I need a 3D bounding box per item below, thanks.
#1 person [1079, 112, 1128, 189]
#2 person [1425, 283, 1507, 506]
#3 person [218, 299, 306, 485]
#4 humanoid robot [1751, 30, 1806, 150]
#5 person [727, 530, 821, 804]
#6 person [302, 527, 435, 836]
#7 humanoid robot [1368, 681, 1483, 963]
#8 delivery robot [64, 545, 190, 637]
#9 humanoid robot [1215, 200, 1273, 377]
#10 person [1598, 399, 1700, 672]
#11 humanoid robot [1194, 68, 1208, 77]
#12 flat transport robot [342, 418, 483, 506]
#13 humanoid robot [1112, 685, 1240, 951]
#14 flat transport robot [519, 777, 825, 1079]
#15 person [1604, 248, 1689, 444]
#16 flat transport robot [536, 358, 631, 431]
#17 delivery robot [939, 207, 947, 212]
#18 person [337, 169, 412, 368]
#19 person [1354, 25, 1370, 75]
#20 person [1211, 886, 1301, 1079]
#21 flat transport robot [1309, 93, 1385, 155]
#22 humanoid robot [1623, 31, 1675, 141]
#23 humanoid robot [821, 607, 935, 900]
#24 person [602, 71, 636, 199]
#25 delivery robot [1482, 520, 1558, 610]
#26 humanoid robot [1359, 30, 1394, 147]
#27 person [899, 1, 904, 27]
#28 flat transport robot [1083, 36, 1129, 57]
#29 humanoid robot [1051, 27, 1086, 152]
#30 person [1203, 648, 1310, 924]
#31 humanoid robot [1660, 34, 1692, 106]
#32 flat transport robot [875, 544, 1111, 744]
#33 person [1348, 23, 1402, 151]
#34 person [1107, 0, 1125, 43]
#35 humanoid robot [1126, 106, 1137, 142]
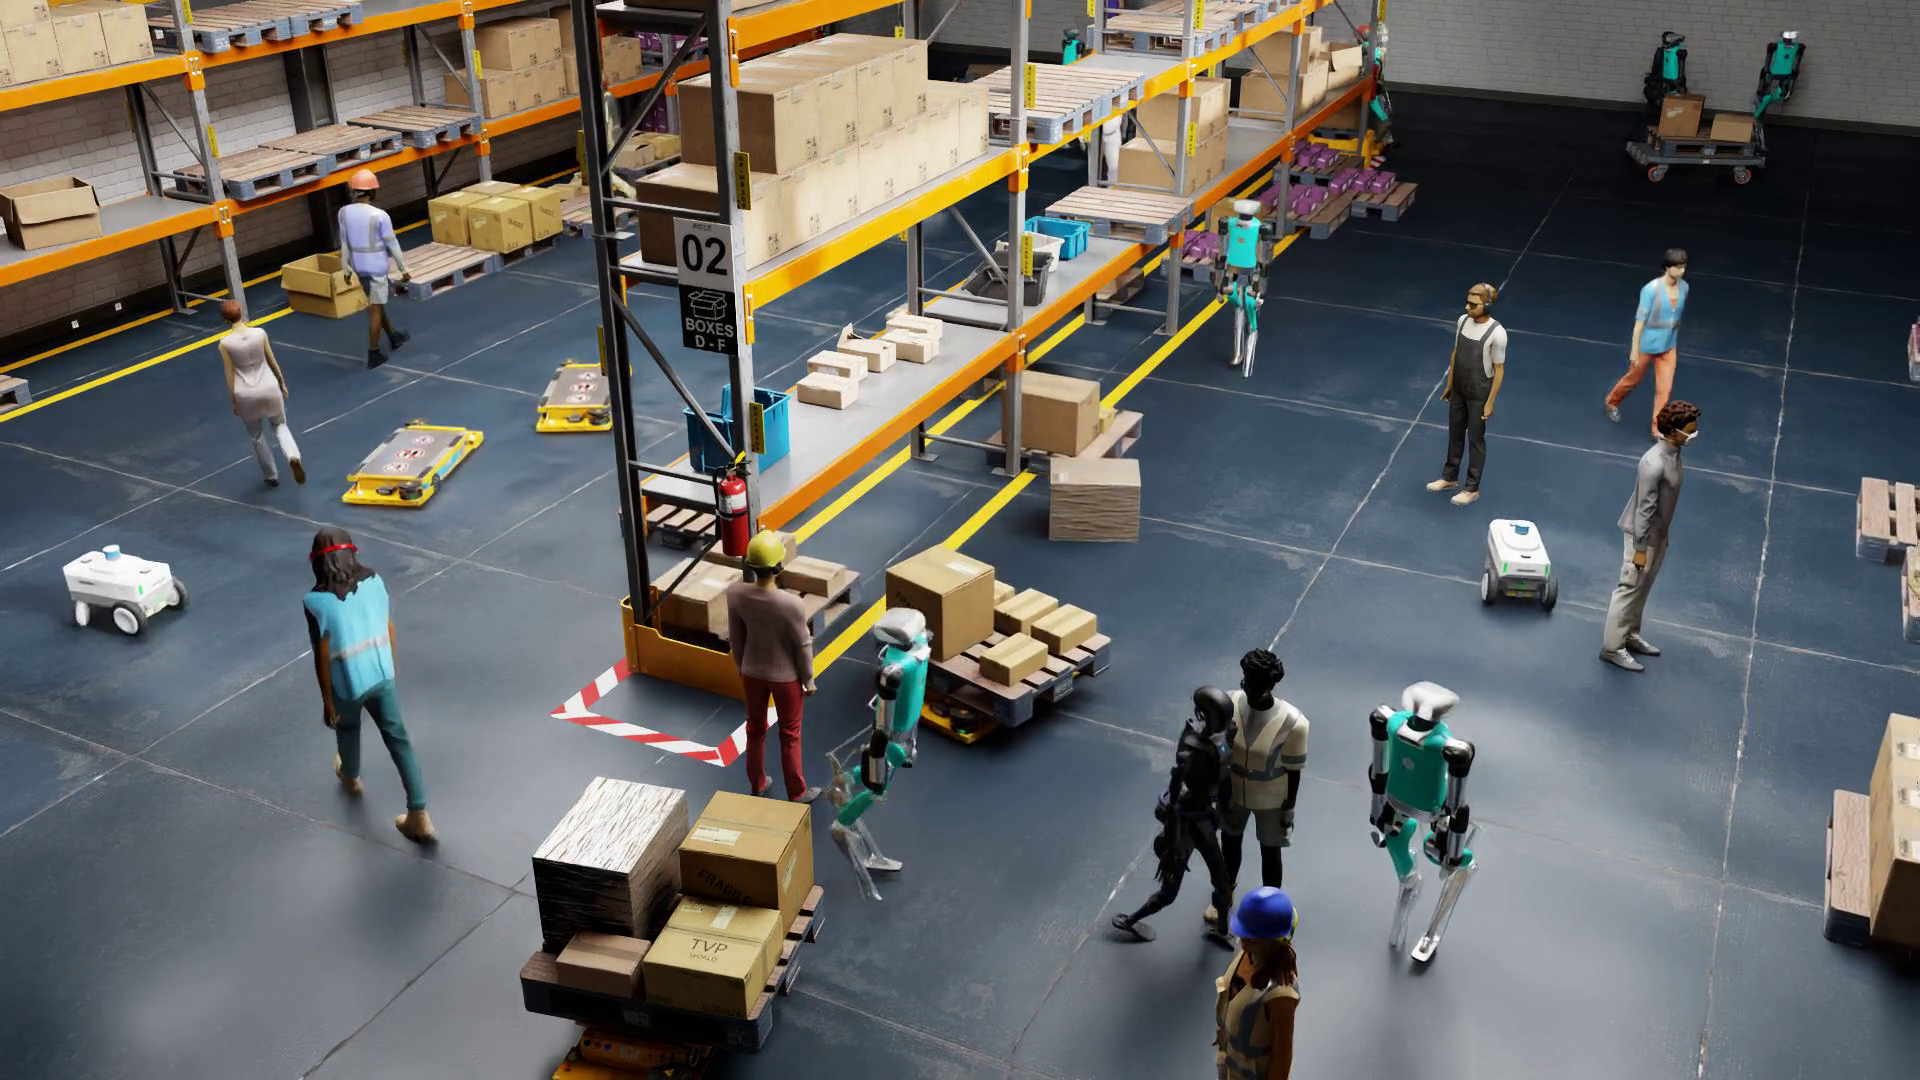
[{"bbox_3d":[1.861,-5.177,21.418,0.672,1.875,0.826,-3,26,-5],"label":"person"},{"bbox_3d":[4.107,-1.180,13.386,0.326,1.843,0.514,-14,29,-25],"label":"person"},{"bbox_3d":[-5.696,-1.163,13.573,0.485,1.626,0.604,-19,32,-33],"label":"person"},{"bbox_3d":[12.053,-6.768,24.817,0.545,1.764,0.946,1,26,3],"label":"humanoid robot"},{"bbox_3d":[-1.072,0.754,9.564,0.524,1.772,0.304,10,28,20],"label":"person"},{"bbox_3d":[-3.409,0.798,9.434,0.554,1.802,1.054,-22,34,-37],"label":"person"},{"bbox_3d":[2.372,1.464,8.324,0.801,1.899,0.531,-23,34,-38],"label":"humanoid robot"},{"bbox_3d":[-5.941,0.322,11.789,0.743,0.580,0.507,8,28,16],"label":"delivery robot"},{"bbox_3d":[2.786,-2.448,16.139,0.540,1.834,0.747,12,29,24],"label":"humanoid robot"},{"bbox_3d":[4.565,-0.043,11.040,0.401,1.893,0.536,20,32,34],"label":"person"},{"bbox_3d":[3.515,-6.486,24.290,0.355,1.655,0.614,-5,27,-10],"label":"humanoid robot"},{"bbox_3d":[-4.629,-0.664,14.120,0.659,0.231,1.431,3,26,6],"label":"flat transport robot"},{"bbox_3d":[1.149,1.405,8.395,0.660,1.623,0.594,21,33,36],"label":"humanoid robot"},{"bbox_3d":[-1.409,2.228,8.277,0.659,0.231,1.431,7,27,13],"label":"flat transport robot"},{"bbox_3d":[6.100,-1.748,14.657,0.510,1.735,0.866,-6,27,-12],"label":"person"},{"bbox_3d":[-3.497,-1.354,15.513,0.659,0.231,1.431,-1,26,-2],"label":"flat transport robot"},{"bbox_3d":[-0.556,-4.521,21.609,0.807,0.613,0.499,-17,31,-31],"label":"delivery robot"},{"bbox_3d":[-5.725,-2.712,16.415,0.565,1.898,0.909,8,28,17],"label":"person"},{"bbox_3d":[5.970,-6.859,24.985,0.450,1.730,0.530,-4,27,-7],"label":"person"},{"bbox_3d":[1.170,2.135,6.760,0.299,1.781,0.479,-7,27,-14],"label":"person"},{"bbox_3d":[5.574,-5.948,24.792,1.431,0.231,0.659,10,28,19],"label":"flat transport robot"},{"bbox_3d":[10.493,-6.817,25.003,0.778,1.619,0.585,0,26,-1],"label":"humanoid robot"},{"bbox_3d":[-0.518,1.138,8.832,0.779,1.785,0.544,10,28,19],"label":"humanoid robot"},{"bbox_3d":[-4.517,-5.085,21.297,0.677,1.821,0.573,-2,26,-5],"label":"person"},{"bbox_3d":[4.071,0.160,12.143,0.499,0.605,0.788,4,27,7],"label":"delivery robot"},{"bbox_3d":[6.110,-6.472,24.255,0.730,1.826,0.533,19,32,33],"label":"humanoid robot"},{"bbox_3d":[-0.919,-9.451,30.127,0.364,1.824,0.513,-2,26,-3],"label":"person"},{"bbox_3d":[2.633,-7.846,28.627,1.431,0.231,0.659,21,33,36],"label":"flat transport robot"},{"bbox_3d":[1.397,-6.596,24.471,0.866,1.774,0.555,-15,30,-27],"label":"humanoid robot"},{"bbox_3d":[1.507,1.296,8.559,0.528,1.688,0.321,15,30,28],"label":"person"},{"bbox_3d":[10.528,-6.449,24.191,0.843,1.779,0.539,-5,27,-10],"label":"humanoid robot"},{"bbox_3d":[0.279,0.881,10.998,0.659,0.231,1.431,22,34,37],"label":"flat transport robot"},{"bbox_3d":[6.088,-6.646,24.460,0.565,1.821,1.000,-23,34,-38],"label":"person"},{"bbox_3d":[2.652,-9.071,29.252,0.554,1.919,0.456,18,31,32],"label":"person"},{"bbox_3d":[2.513,-6.439,24.248,0.595,1.627,0.761,12,29,22],"label":"humanoid robot"}]
